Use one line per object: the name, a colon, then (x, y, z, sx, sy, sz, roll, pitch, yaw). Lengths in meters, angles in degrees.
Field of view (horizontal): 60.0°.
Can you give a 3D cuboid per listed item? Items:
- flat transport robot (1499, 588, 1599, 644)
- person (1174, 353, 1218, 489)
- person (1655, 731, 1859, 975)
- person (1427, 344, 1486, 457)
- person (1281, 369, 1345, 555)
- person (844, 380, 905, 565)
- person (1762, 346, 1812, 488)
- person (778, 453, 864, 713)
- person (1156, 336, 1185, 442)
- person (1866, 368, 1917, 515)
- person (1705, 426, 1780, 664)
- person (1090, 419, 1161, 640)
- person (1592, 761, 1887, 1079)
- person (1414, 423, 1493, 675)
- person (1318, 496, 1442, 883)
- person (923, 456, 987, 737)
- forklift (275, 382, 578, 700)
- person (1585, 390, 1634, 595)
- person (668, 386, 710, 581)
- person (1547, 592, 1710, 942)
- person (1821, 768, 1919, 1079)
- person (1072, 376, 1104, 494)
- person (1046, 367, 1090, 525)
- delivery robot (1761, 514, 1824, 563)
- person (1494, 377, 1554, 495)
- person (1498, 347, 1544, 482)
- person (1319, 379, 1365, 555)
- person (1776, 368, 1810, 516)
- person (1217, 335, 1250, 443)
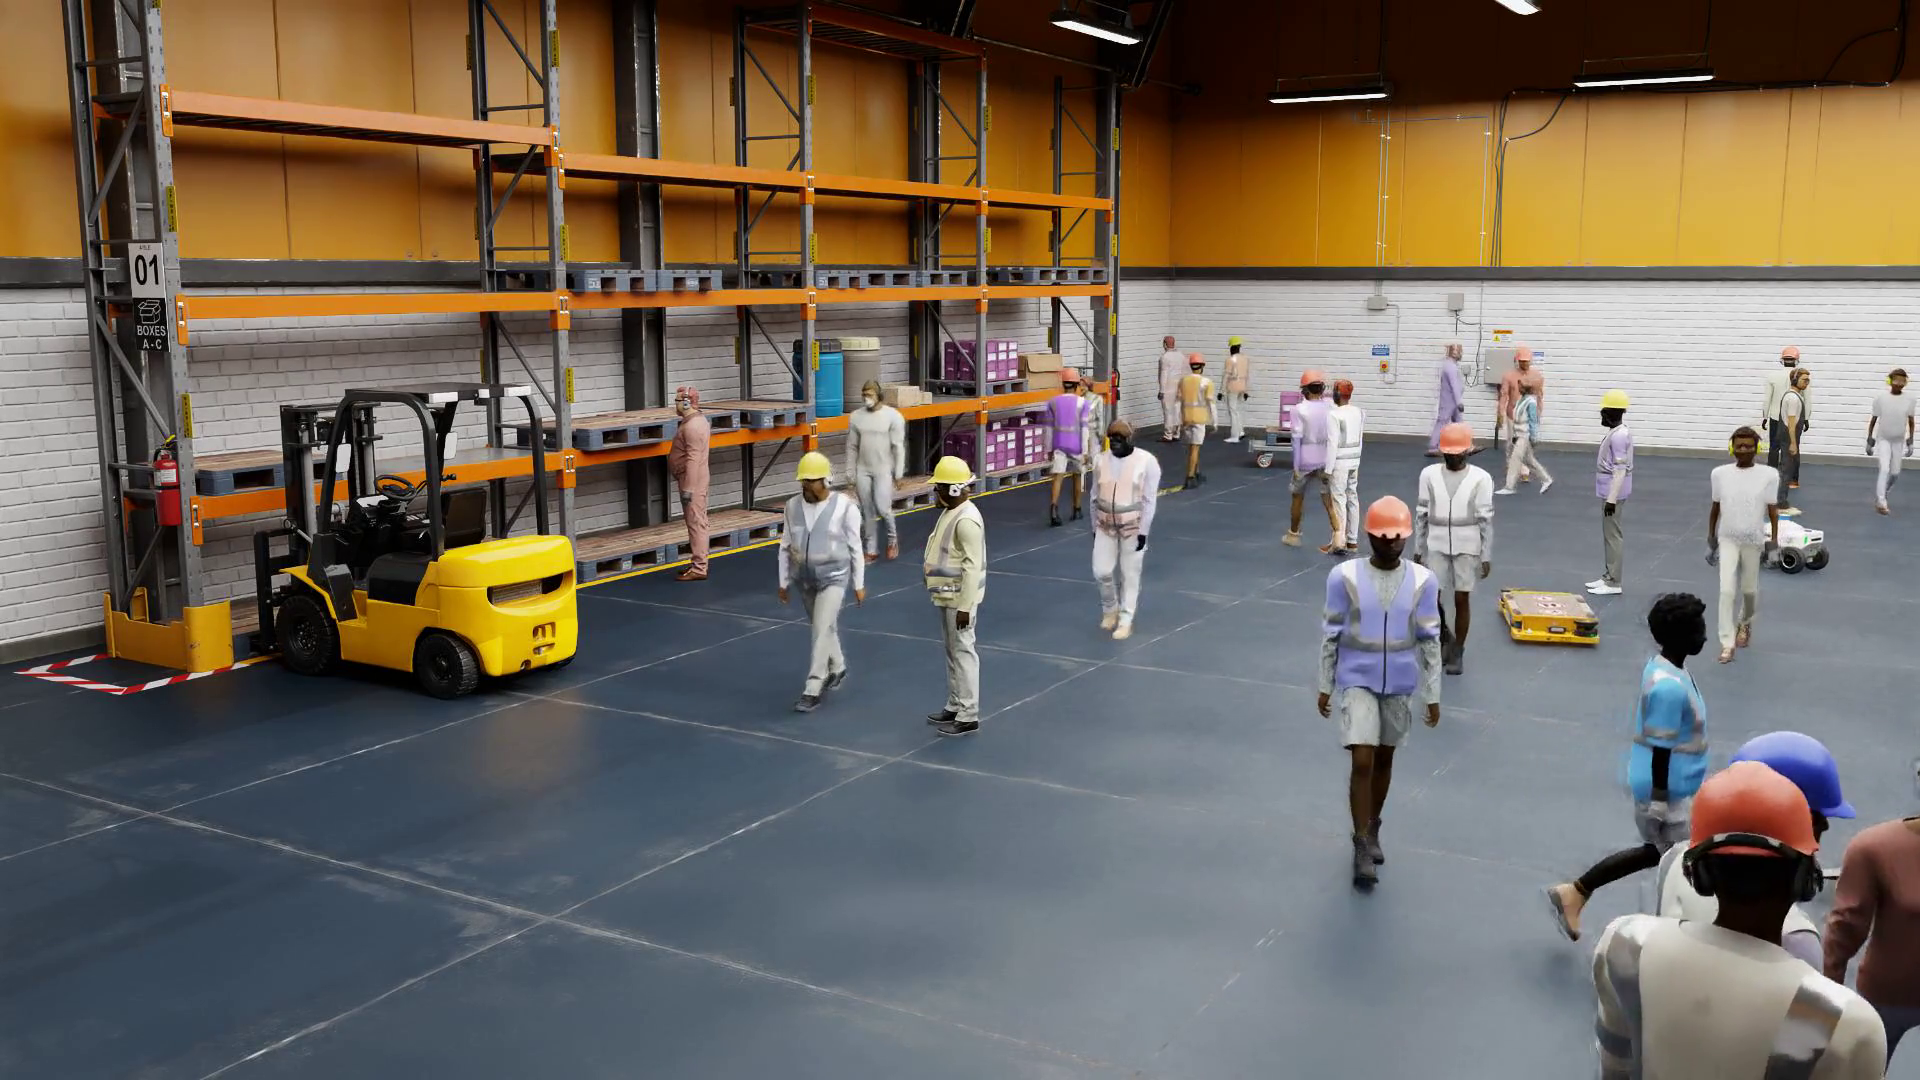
flat transport robot: (4.964, 0.629, 14.059, 0.652, 0.197, 1.431, 2, 9, 13)
person: (3.375, -1.681, 23.418, 0.584, 1.889, 0.915, 6, 11, 35)
person: (2.026, 1.405, 4.110, 0.948, 1.903, 0.639, 0, 9, 2)
person: (8.113, -2.258, 27.123, 0.969, 1.859, 0.674, 3, 10, 17)
person: (3.852, -0.845, 17.964, 0.611, 1.992, 1.067, -2, 9, -14)
person: (-0.895, -0.692, 17.159, 0.639, 1.923, 0.424, 4, 10, 24)
person: (11.605, -1.721, 23.364, 0.622, 1.990, 0.394, 4, 10, 23)
person: (-0.985, 0.259, 11.709, 0.601, 1.776, 0.946, 4, 10, 24)
person: (3.728, -2.693, 29.717, 0.401, 1.904, 0.640, 8, 12, 40)
person: (11.709, -1.256, 20.951, 0.541, 1.843, 0.680, 2, 9, 11)
person: (6.158, 0.006, 13.075, 0.527, 1.841, 0.864, 5, 10, 28)
person: (1.332, -0.084, 13.692, 0.625, 1.824, 0.449, 5, 10, 26)
person: (1.578, 1.455, 3.483, 0.687, 2.010, 0.623, -7, 12, -39)
person: (3.690, 0.067, 12.462, 0.574, 1.910, 0.465, 4, 10, 24)
person: (2.103, 0.743, 8.232, 0.578, 1.908, 0.809, 0, 9, 1)
person: (-0.038, 0.364, 10.854, 0.404, 1.830, 0.600, -2, 9, -11)
forklift: (-3.974, -0.067, 12.417, 2.313, 2.155, 1.214, 5, 11, 30)
person: (6.109, -0.448, 15.623, 0.369, 1.926, 0.594, 3, 10, 18)
person: (-2.656, -0.553, 16.343, 0.406, 1.911, 0.637, 0, 9, -2)
person: (2.946, 1.038, 7.141, 0.695, 1.676, 0.539, 4, 10, 23)
person: (2.867, 1.374, 4.973, 0.593, 1.696, 0.955, 3, 9, 16)
person: (1.769, -1.445, 22.802, 0.524, 1.619, 0.583, 6, 11, 31)
person: (1.278, -1.128, 19.988, 0.555, 1.902, 0.958, 3, 10, 18)
delivery robot: (8.381, -0.021, 16.940, 0.477, 0.478, 0.707, -6, 11, -32)
person: (7.722, -1.412, 22.611, 0.794, 1.608, 0.519, 0, 9, 2)
person: (8.190, -1.851, 24.331, 0.636, 1.952, 1.015, 2, 9, 10)
person: (4.098, -0.782, 17.851, 0.575, 1.883, 0.362, -8, 12, -39)
person: (10.369, -1.225, 20.742, 0.351, 1.842, 0.507, 4, 10, 23)
person: (4.858, -2.673, 29.561, 0.600, 1.911, 0.427, -9, 13, -43)
